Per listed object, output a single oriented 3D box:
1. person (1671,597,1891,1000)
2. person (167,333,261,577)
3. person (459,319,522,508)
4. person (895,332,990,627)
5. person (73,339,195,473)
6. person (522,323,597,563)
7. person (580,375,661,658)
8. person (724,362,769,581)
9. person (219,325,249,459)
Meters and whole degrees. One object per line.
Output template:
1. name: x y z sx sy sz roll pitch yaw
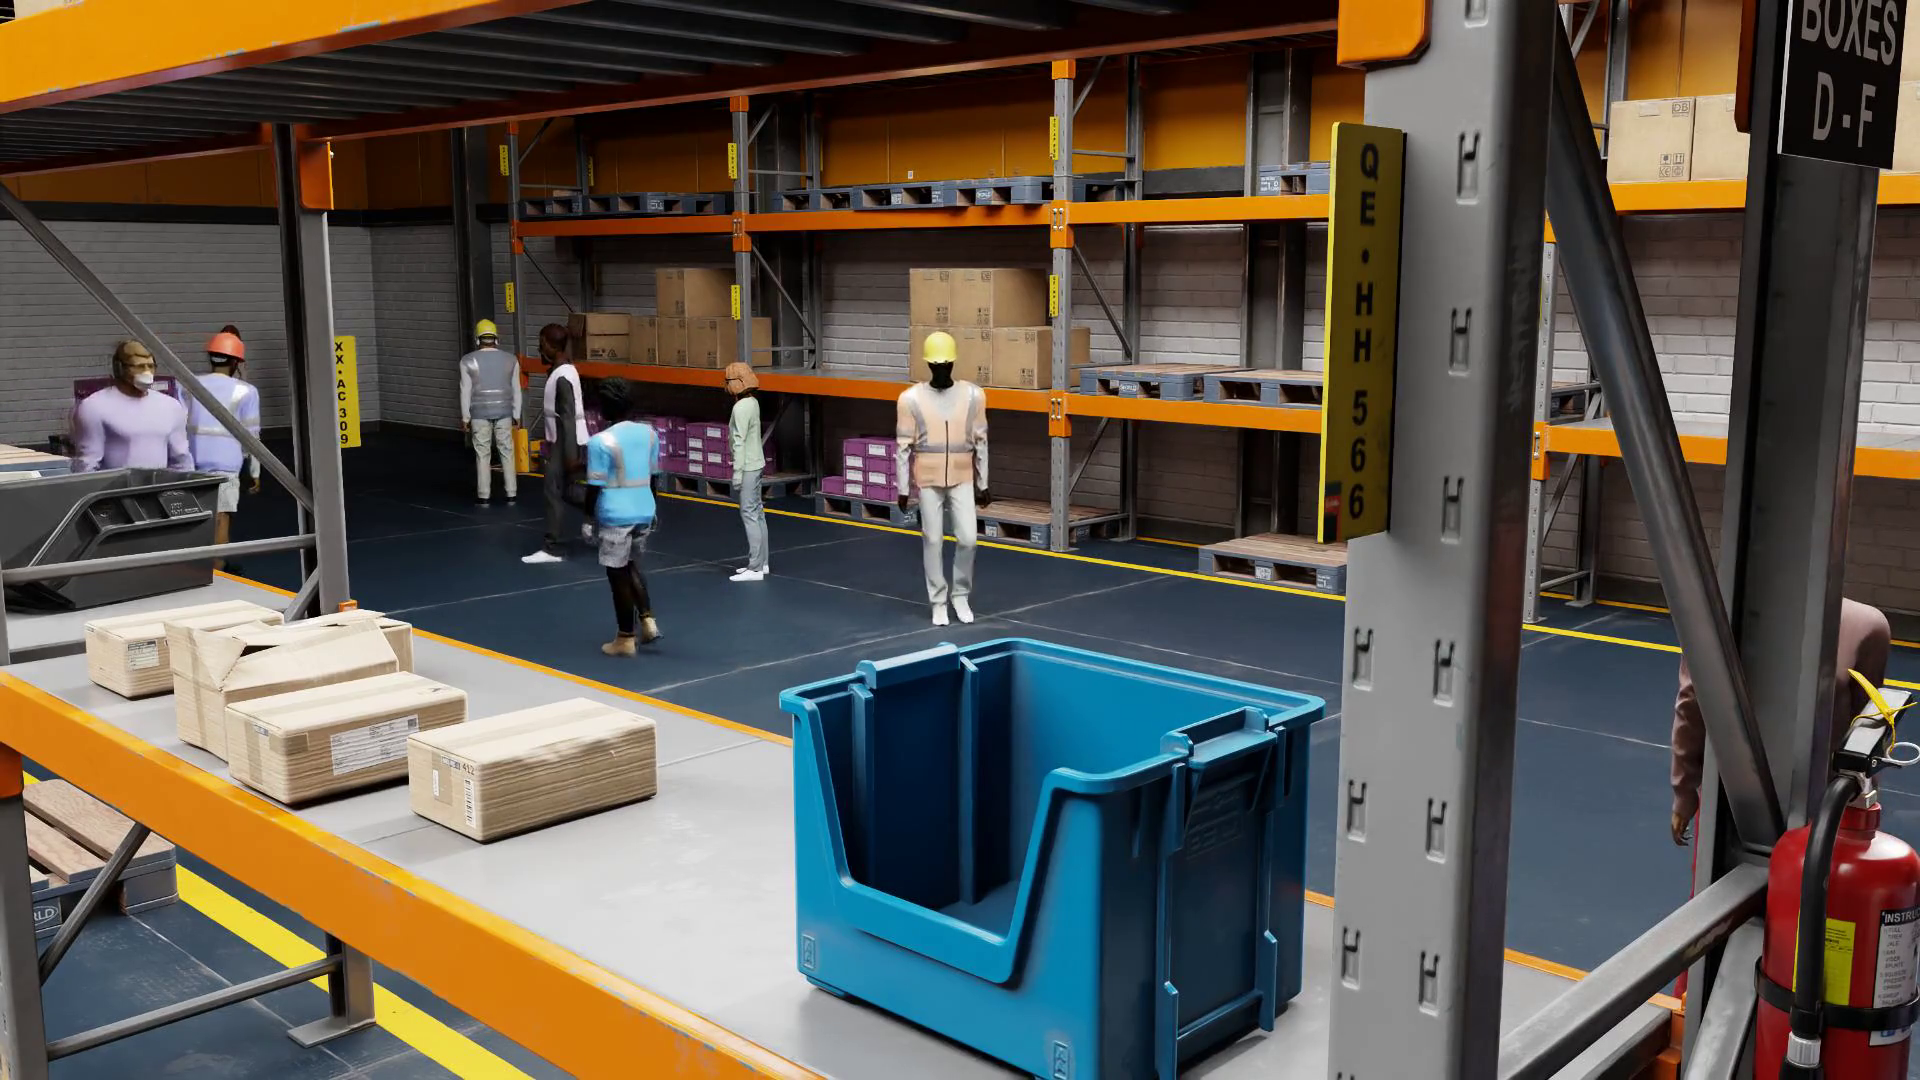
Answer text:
1. person: 2.200 0.712 4.492 0.533 1.767 0.326 2 9 11
2. person: -5.260 -0.527 11.803 0.584 1.855 0.987 -1 9 -6
3. person: -4.573 -1.230 16.201 0.600 1.827 0.404 -5 11 -29
4. person: -0.104 -0.377 10.713 0.629 1.909 0.477 -1 9 -8
5. person: -4.575 -0.163 9.368 0.564 1.921 0.664 5 11 29
6. person: -3.066 -0.761 13.125 0.765 1.899 0.608 -2 10 -13
7. person: -2.009 -0.131 9.857 0.355 1.687 0.554 5 11 30
8. person: -1.601 -0.510 12.420 0.287 1.625 0.496 1 9 3
9. person: -8.879 -1.802 20.301 0.501 1.633 0.285 4 10 23
